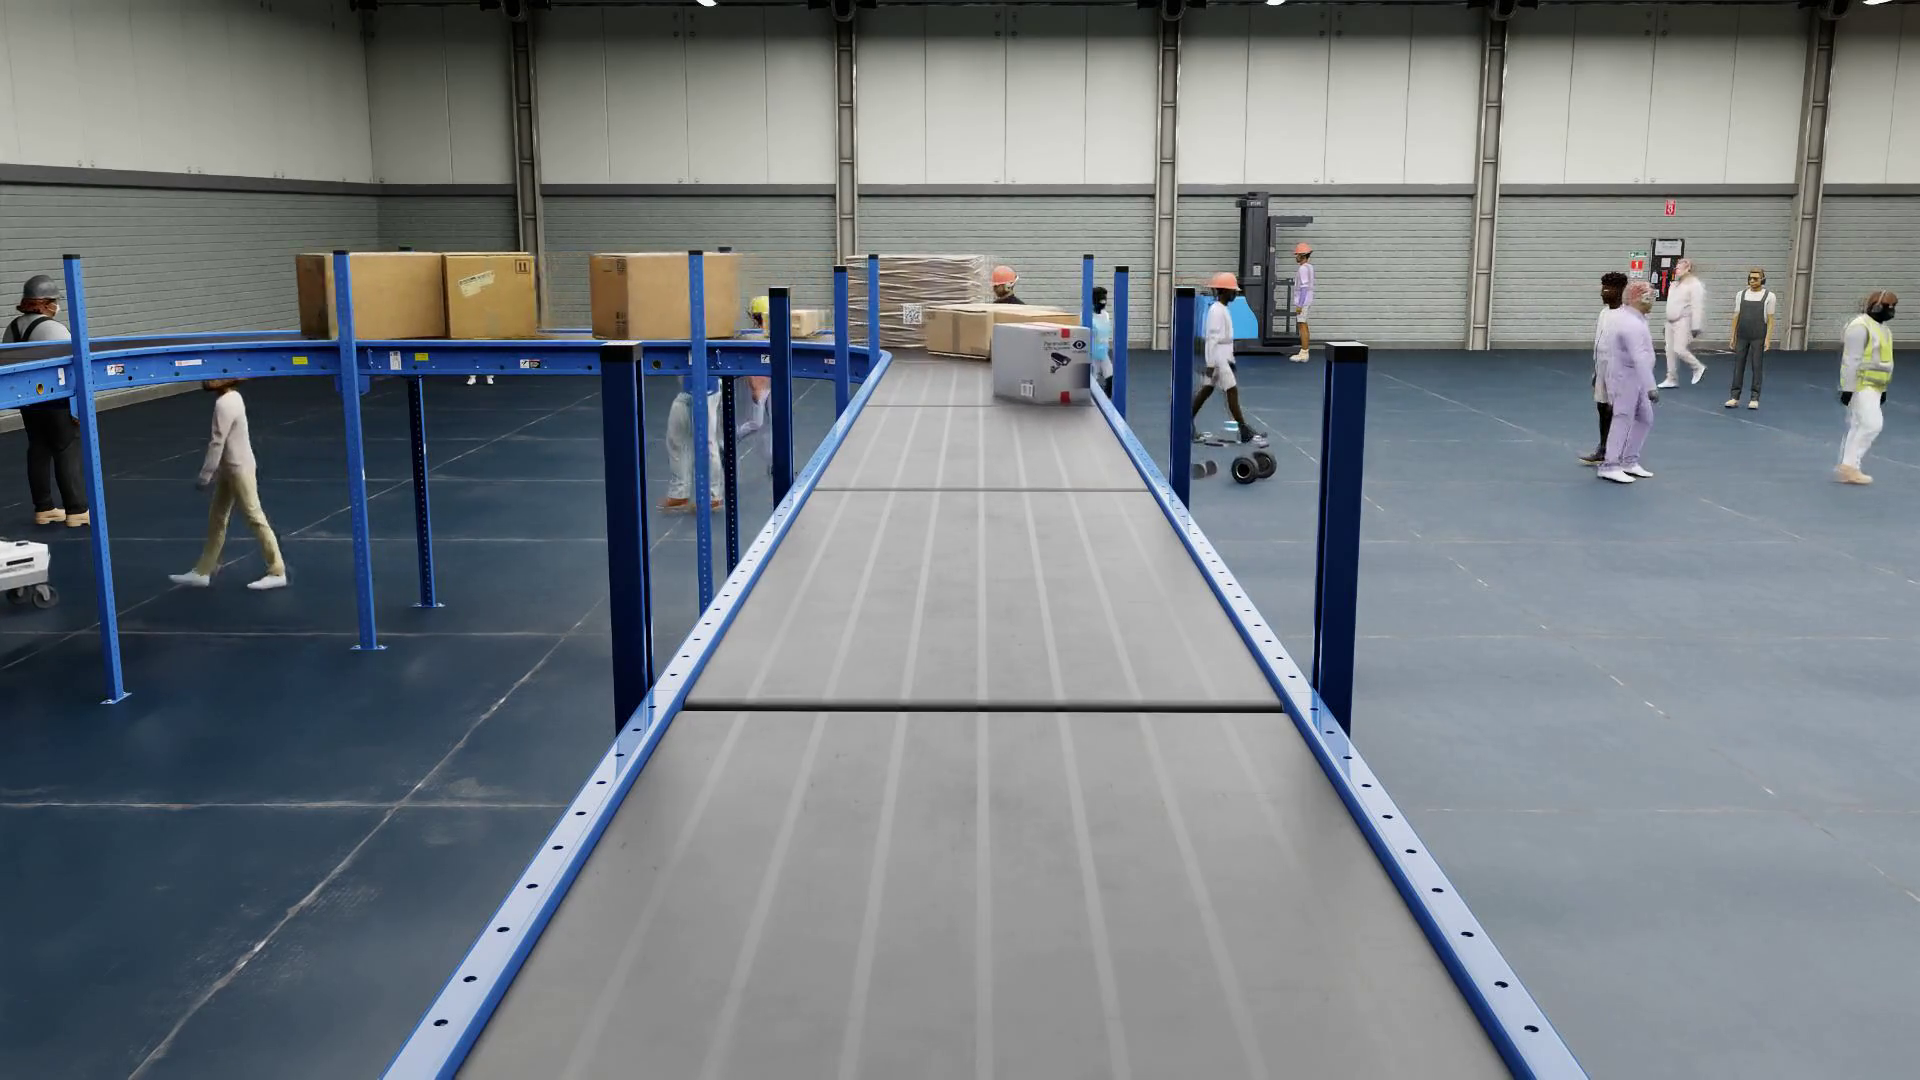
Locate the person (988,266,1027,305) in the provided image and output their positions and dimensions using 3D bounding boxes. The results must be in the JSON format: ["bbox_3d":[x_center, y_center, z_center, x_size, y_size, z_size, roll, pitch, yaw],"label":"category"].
[{"bbox_3d":[0.477,-1.901,17.631,0.391,1.987,0.608,-7,13,-34],"label":"person"}]

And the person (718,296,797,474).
[{"bbox_3d":[-2.002,-1.505,16.221,0.730,1.748,0.526,3,11,17],"label":"person"}]

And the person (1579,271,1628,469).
[{"bbox_3d":[6.514,-1.696,16.632,0.362,1.963,0.613,-2,11,-9],"label":"person"}]

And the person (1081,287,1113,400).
[{"bbox_3d":[1.664,-2.158,19.735,0.543,1.675,0.559,8,14,36],"label":"person"}]

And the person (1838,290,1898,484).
[{"bbox_3d":[8.527,-1.421,15.596,0.646,1.820,0.489,-9,14,-40],"label":"person"}]

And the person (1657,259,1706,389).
[{"bbox_3d":[10.603,-3.167,24.392,0.565,1.890,0.649,-2,11,-11],"label":"person"}]

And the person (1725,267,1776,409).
[{"bbox_3d":[10.399,-2.654,21.868,0.506,1.847,0.343,10,15,41],"label":"person"}]

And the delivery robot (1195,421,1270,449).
[{"bbox_3d":[2.626,-1.025,16.024,0.698,0.223,0.335,7,13,33],"label":"delivery robot"}]

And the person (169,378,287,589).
[{"bbox_3d":[-4.958,-0.438,11.128,0.802,1.594,0.502,-4,12,-22],"label":"person"}]

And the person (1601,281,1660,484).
[{"bbox_3d":[6.399,-1.487,15.733,0.554,1.890,0.669,5,12,26],"label":"person"}]

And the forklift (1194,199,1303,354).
[{"bbox_3d":[5.313,-4.851,30.603,1.873,2.768,1.129,0,11,1],"label":"forklift"}]

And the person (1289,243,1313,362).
[{"bbox_3d":[5.946,-4.137,28.979,0.379,2.041,0.616,4,12,20],"label":"person"}]

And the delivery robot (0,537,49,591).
[{"bbox_3d":[-6.174,0.172,10.541,0.477,0.478,0.707,6,12,26],"label":"delivery robot"}]

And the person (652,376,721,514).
[{"bbox_3d":[-2.312,-1.155,13.949,0.673,1.923,0.662,-8,14,-37],"label":"person"}]

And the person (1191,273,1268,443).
[{"bbox_3d":[2.930,-2.037,18.607,1.017,1.882,0.566,2,11,13],"label":"person"}]

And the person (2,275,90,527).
[{"bbox_3d":[-7.404,-1.125,13.615,0.682,2.000,0.537,4,12,21],"label":"person"}]

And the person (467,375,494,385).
[{"bbox_3d":[-7.223,-3.151,24.950,0.514,1.641,0.307,-2,11,-8],"label":"person"}]
